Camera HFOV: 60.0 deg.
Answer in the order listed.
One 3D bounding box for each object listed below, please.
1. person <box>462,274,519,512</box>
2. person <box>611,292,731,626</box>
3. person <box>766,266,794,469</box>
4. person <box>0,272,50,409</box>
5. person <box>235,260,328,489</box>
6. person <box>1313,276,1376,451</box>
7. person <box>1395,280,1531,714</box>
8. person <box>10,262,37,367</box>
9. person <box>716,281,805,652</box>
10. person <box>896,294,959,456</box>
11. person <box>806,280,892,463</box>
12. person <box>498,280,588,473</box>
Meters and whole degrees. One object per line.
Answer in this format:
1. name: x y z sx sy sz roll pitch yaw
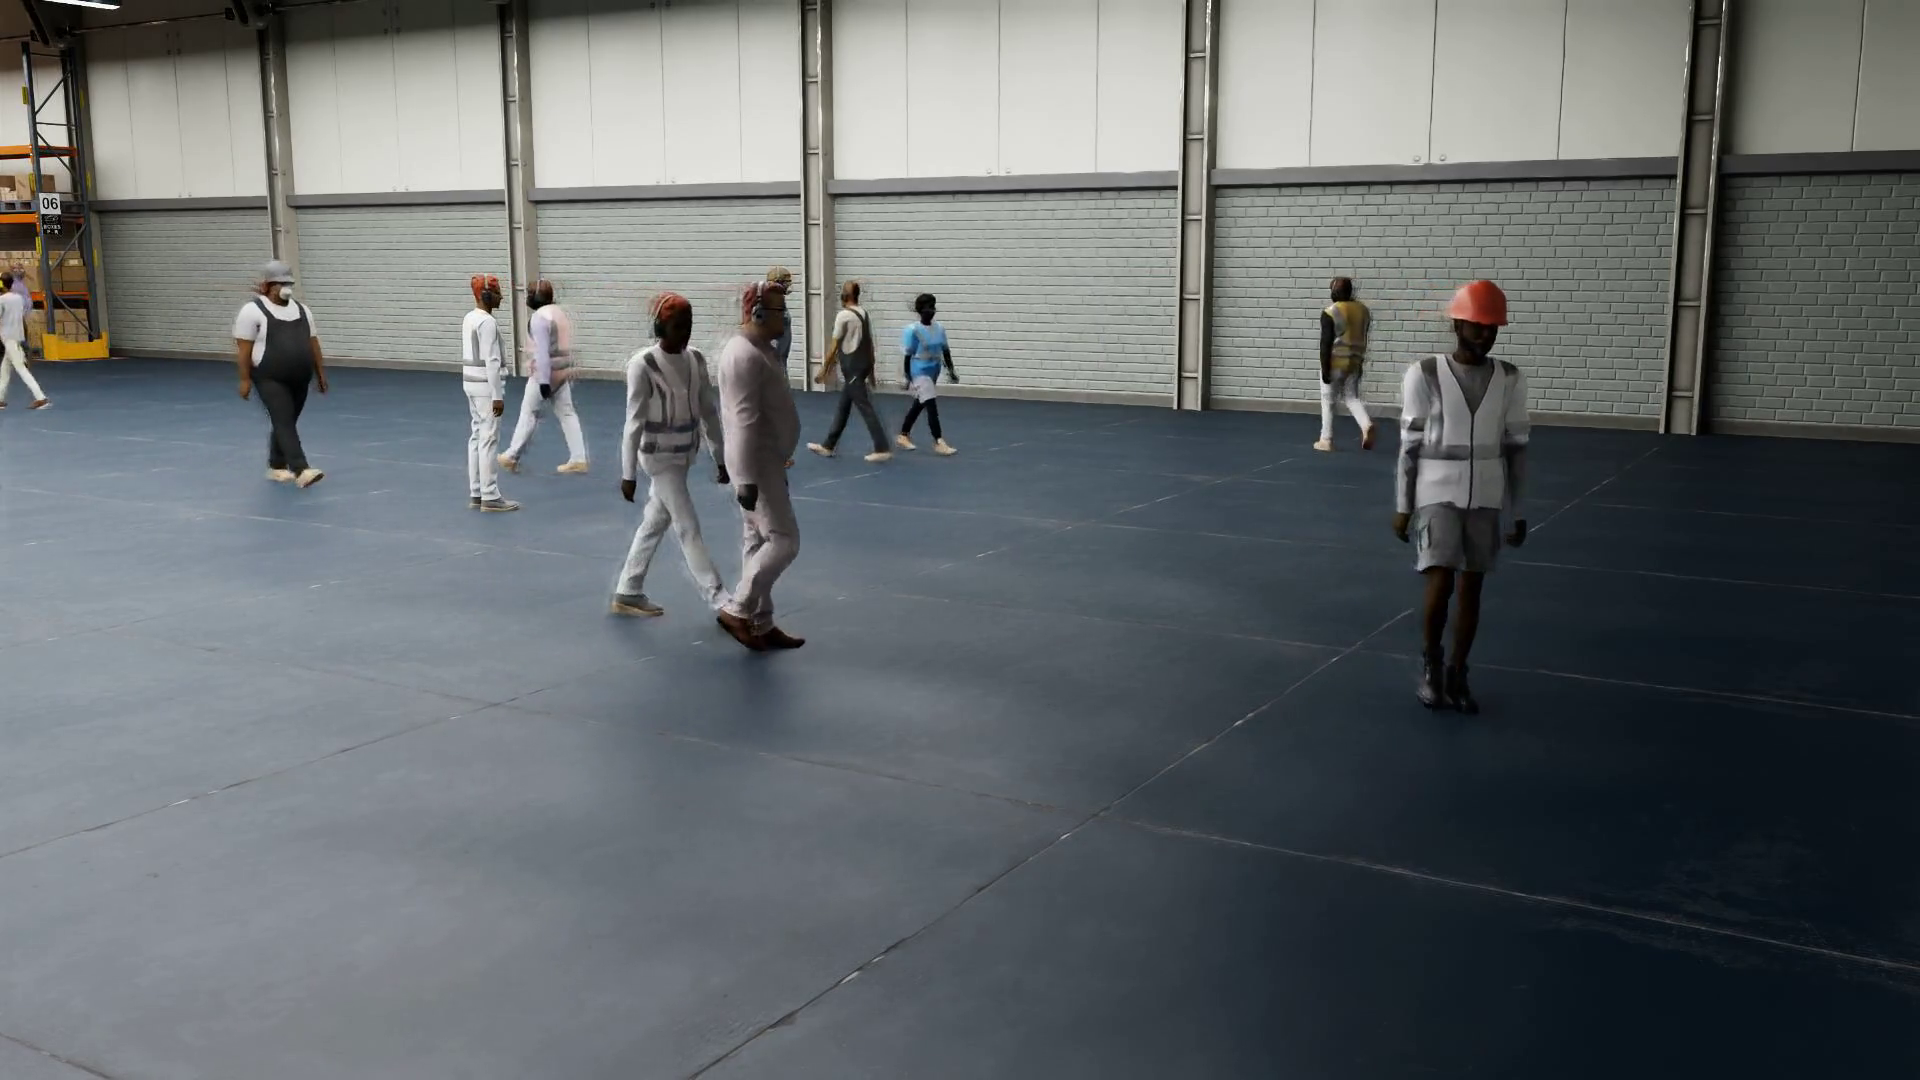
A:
1. person: -3.768 -1.169 13.240 0.337 1.882 0.585 -6 11 -32
2. person: -1.558 -0.431 9.101 0.961 1.831 0.667 4 11 24
3. person: -1.765 -1.640 15.883 0.360 1.933 0.625 0 10 -1
4. person: -12.527 -2.618 21.937 0.978 1.829 0.539 1 10 3
5. person: -5.922 -1.486 14.640 1.050 2.000 0.700 6 12 33
6. person: 3.964 -1.798 17.110 0.632 1.826 0.716 -5 11 -26
7. person: 2.216 -0.171 7.297 0.568 1.917 0.445 0 10 -2
8. person: -17.165 -4.113 30.429 0.404 1.909 0.678 -5 11 -28
9. person: -0.989 -0.359 8.462 0.426 1.893 0.677 0 10 1
10. person: -0.373 -1.696 17.032 0.902 1.648 0.536 7 12 37
11. person: -1.076 -1.657 16.408 1.006 1.791 0.522 4 11 23
12. person: -3.923 -1.506 15.459 0.958 1.795 0.655 2 10 9
